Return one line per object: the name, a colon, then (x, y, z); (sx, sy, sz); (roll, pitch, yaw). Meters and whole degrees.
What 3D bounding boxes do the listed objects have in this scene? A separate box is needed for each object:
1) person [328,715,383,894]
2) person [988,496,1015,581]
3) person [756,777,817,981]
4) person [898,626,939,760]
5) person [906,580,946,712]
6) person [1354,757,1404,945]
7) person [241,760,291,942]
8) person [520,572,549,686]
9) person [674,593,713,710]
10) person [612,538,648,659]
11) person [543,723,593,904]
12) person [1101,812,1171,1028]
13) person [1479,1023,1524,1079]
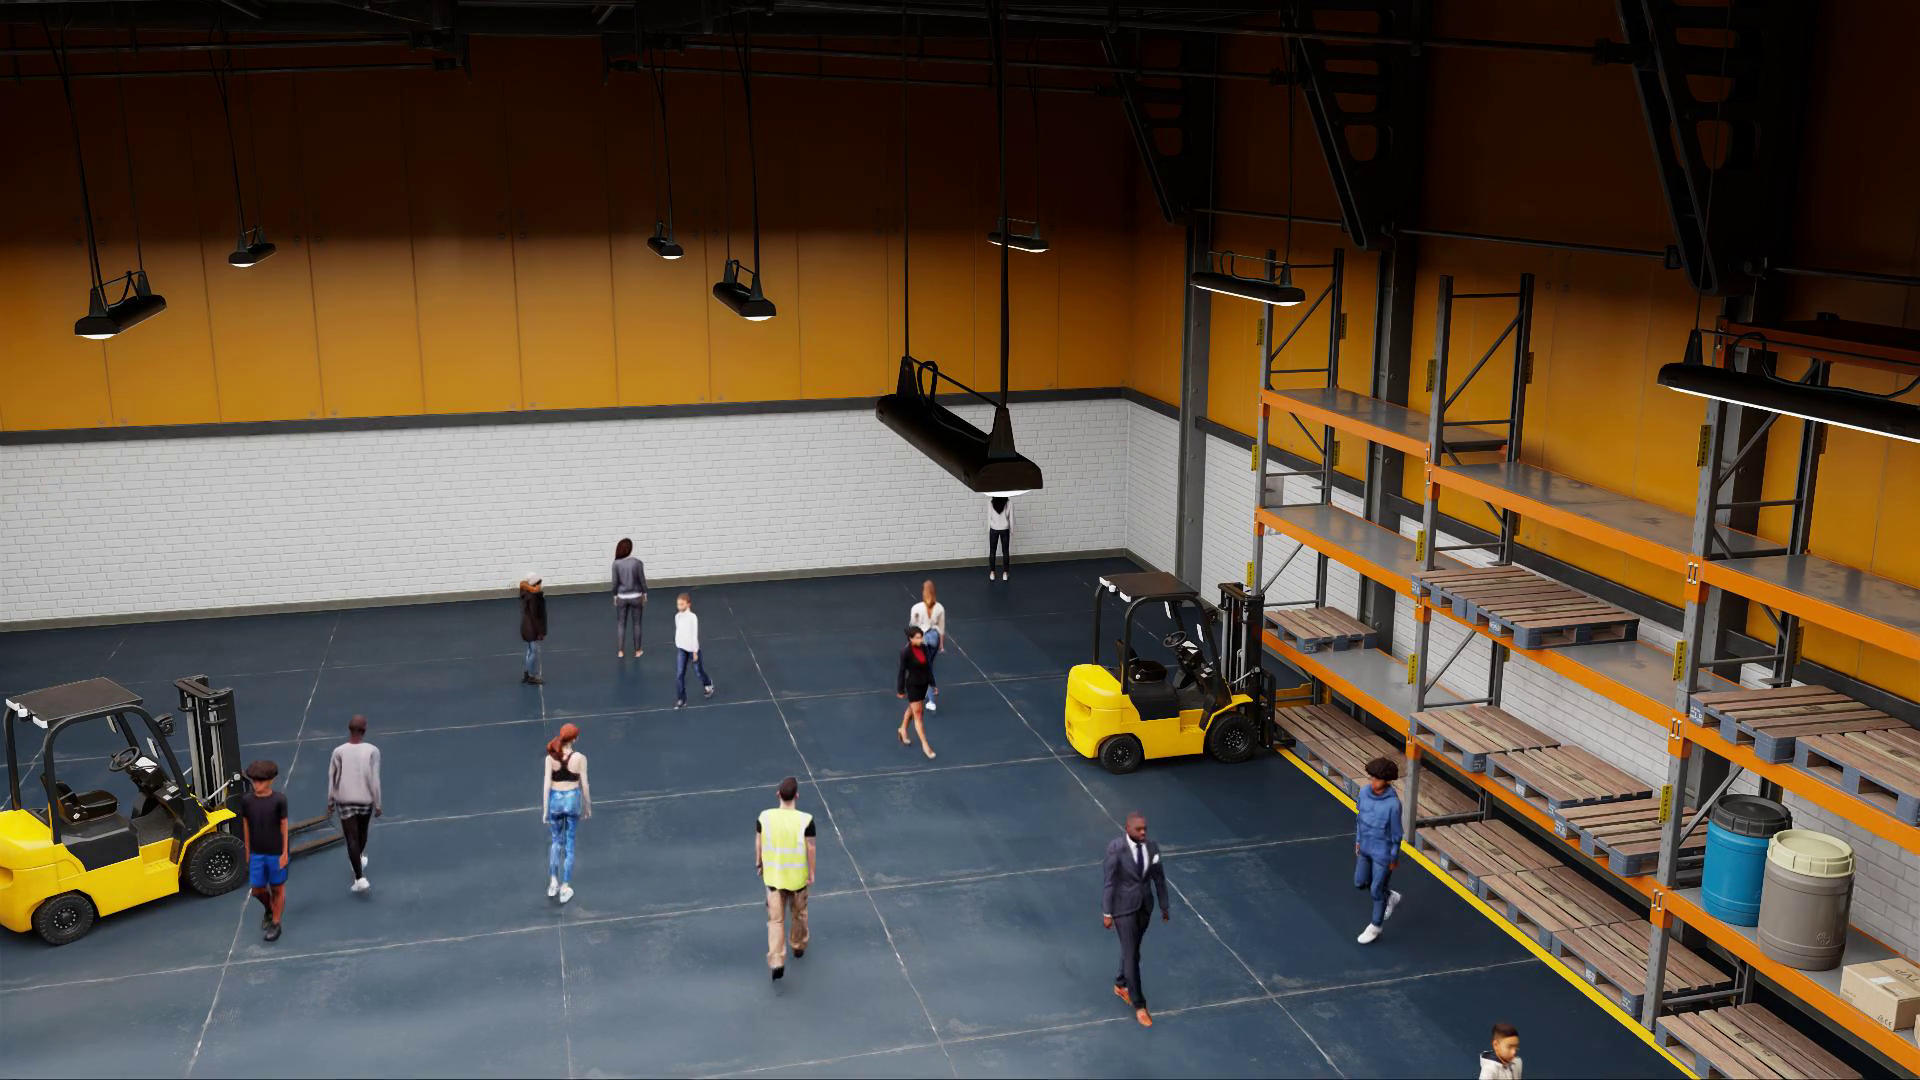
person: (-5.992, 2.640, 16.512); (0.733, 1.737, 1.129); (-5, 15, -20)
person: (0.671, -0.172, 28.203); (0.666, 1.701, 0.641); (1, 14, 2)
person: (-1.560, 3.015, 14.794); (0.823, 1.818, 1.173); (-1, 14, -4)
person: (-0.580, 1.829, 20.181); (0.903, 1.589, 1.116); (-13, 19, -43)
person: (-0.411, 1.407, 21.733); (0.674, 1.677, 1.120); (-4, 14, -18)
person: (3.966, 2.858, 15.519); (0.862, 1.783, 0.881); (-8, 16, -31)
person: (-6.423, 2.852, 15.546); (0.668, 1.781, 0.765); (-1, 14, -2)
person: (-5.867, 1.199, 22.740); (0.805, 1.608, 0.506); (-7, 15, -27)
person: (-3.532, 1.430, 21.950); (0.864, 1.531, 1.052); (5, 14, 18)
person: (-4.744, 0.836, 23.899); (0.675, 1.768, 0.640); (-1, 14, -3)
person: (-3.878, 2.696, 16.260); (0.653, 1.748, 0.695); (-4, 14, -15)
person: (1.429, 3.149, 14.278); (0.863, 1.800, 1.061); (-8, 16, -29)
person: (3.699, 4.001, 11.499); (0.649, 1.452, 0.640); (-12, 18, -40)
